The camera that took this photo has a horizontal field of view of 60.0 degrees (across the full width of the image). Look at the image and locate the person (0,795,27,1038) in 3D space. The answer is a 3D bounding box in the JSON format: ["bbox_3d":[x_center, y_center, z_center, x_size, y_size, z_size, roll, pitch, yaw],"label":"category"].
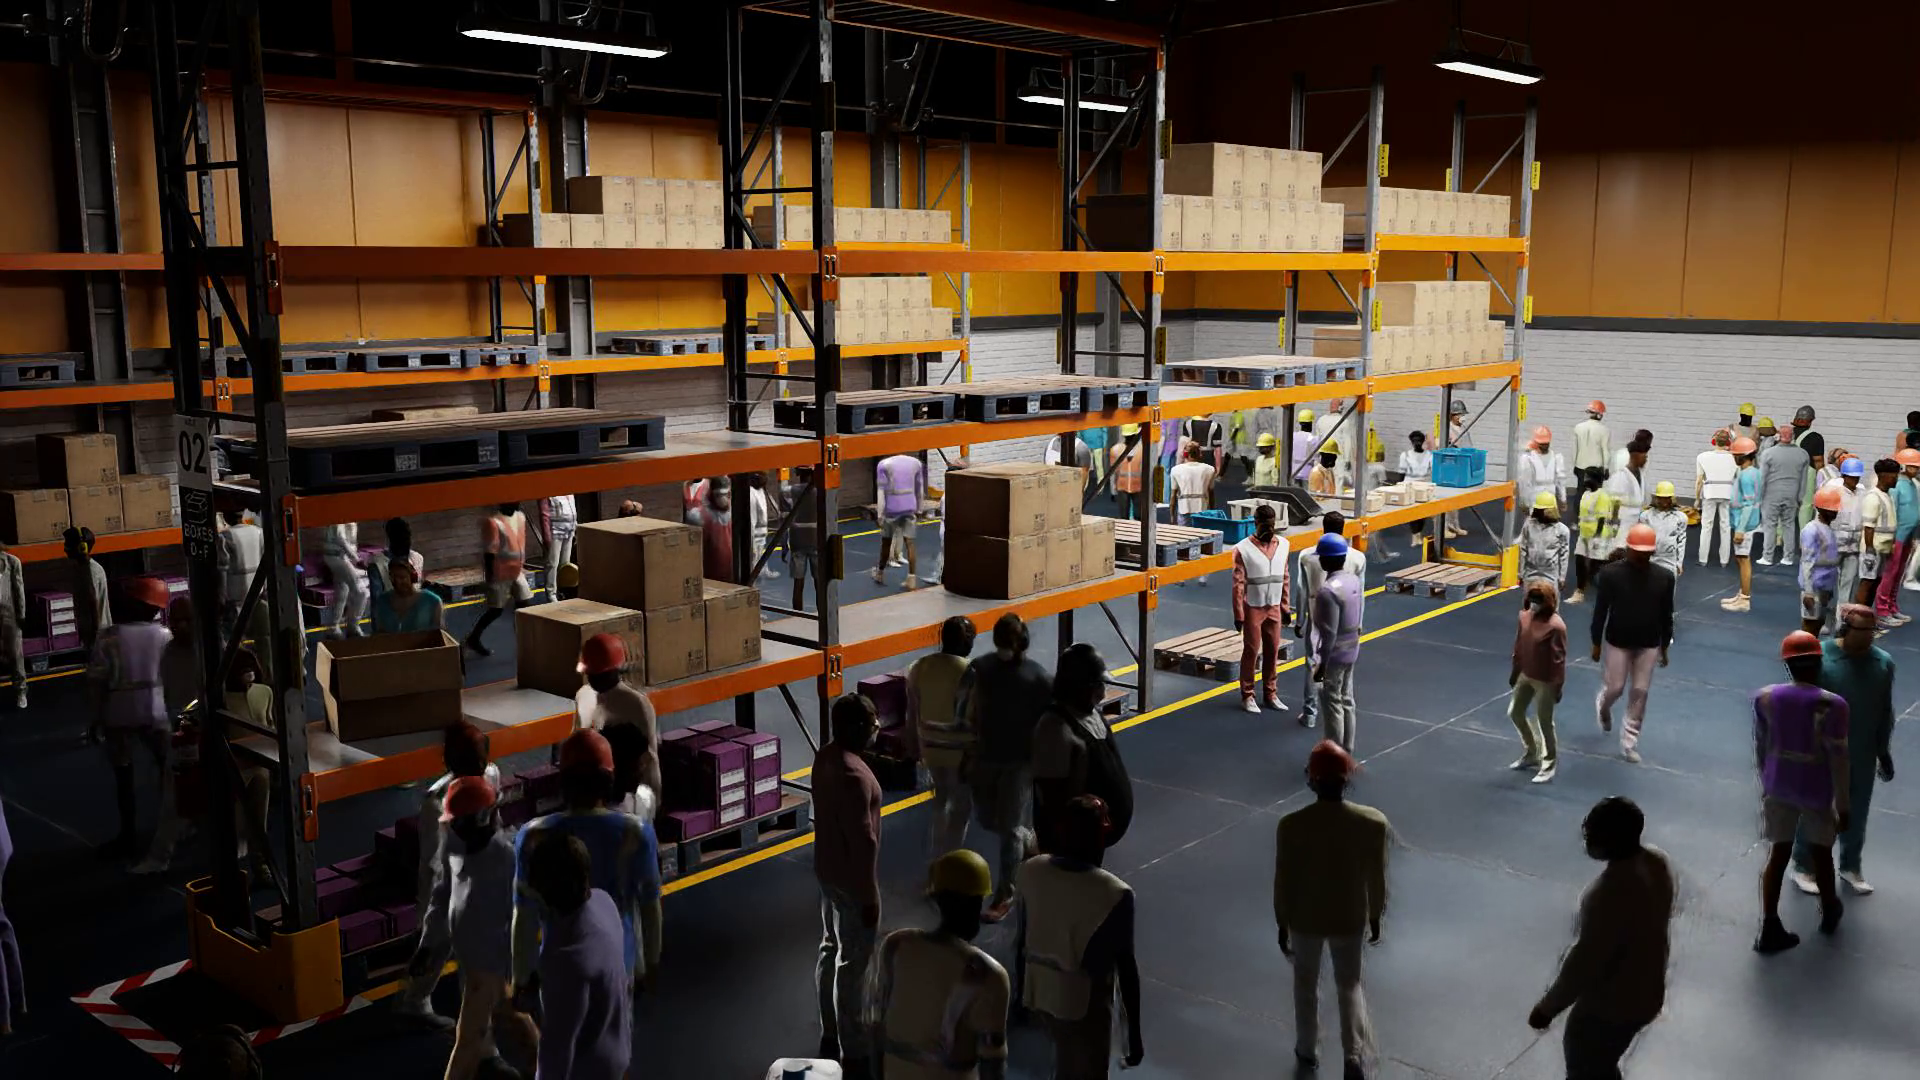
[{"bbox_3d":[-5.183,1.707,8.730,0.360,1.837,0.501,-3,10,-15],"label":"person"}]

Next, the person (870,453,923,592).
[{"bbox_3d":[-0.802,-0.388,20.737,0.647,1.989,0.993,-4,10,-23],"label":"person"}]

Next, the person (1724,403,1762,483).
[{"bbox_3d":[12.018,-1.158,25.578,0.592,1.919,0.404,0,10,2],"label":"person"}]

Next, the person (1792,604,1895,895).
[{"bbox_3d":[5.694,1.344,10.713,0.685,1.895,0.396,0,10,-2],"label":"person"}]

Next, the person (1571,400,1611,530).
[{"bbox_3d":[9.543,-1.119,25.110,0.402,1.990,0.622,-7,12,-37],"label":"person"}]

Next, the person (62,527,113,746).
[{"bbox_3d":[-7.332,0.805,14.036,0.329,1.861,0.504,-7,12,-35],"label":"person"}]

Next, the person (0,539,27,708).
[{"bbox_3d":[-8.737,0.693,15.068,0.488,1.736,0.335,-5,11,-25],"label":"person"}]

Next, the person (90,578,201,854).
[{"bbox_3d":[-5.674,1.222,11.470,0.659,1.889,0.376,-8,12,-38],"label":"person"}]

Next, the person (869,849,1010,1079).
[{"bbox_3d":[-0.081,2.114,6.363,0.602,1.811,1.148,7,12,38],"label":"person"}]

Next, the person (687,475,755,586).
[{"bbox_3d":[-2.340,0.307,16.453,0.702,2.000,0.961,-3,10,-18],"label":"person"}]

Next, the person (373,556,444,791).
[{"bbox_3d":[-4.292,0.988,13.096,0.569,1.813,0.835,1,10,7],"label":"person"}]

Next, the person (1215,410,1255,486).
[{"bbox_3d":[4.983,-1.800,30.188,0.841,1.638,0.527,-2,10,-11],"label":"person"}]

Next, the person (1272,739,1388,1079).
[{"bbox_3d":[1.818,1.843,8.181,0.573,1.736,0.643,0,10,2],"label":"person"}]

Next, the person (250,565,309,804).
[{"bbox_3d":[-5.105,1.005,12.561,0.404,1.945,0.615,0,10,1],"label":"person"}]

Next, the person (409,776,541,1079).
[{"bbox_3d":[-2.284,1.933,7.808,0.964,1.683,0.558,-9,13,-43],"label":"person"}]

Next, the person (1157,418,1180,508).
[{"bbox_3d":[3.405,-1.488,27.505,0.364,1.928,0.586,6,11,33],"label":"person"}]

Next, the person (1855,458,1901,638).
[{"bbox_3d":[9.954,0.078,18.075,0.371,1.960,0.608,9,13,43],"label":"person"}]

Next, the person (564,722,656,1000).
[{"bbox_3d":[-1.750,1.784,7.989,0.694,1.938,0.644,8,12,39],"label":"person"}]

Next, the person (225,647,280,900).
[{"bbox_3d":[-4.570,1.482,10.650,0.283,1.633,0.497,5,11,26],"label":"person"}]

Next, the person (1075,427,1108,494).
[{"bbox_3d":[2.300,-1.673,29.173,0.572,1.740,0.352,2,10,13],"label":"person"}]

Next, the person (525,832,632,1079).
[{"bbox_3d":[-1.562,2.054,6.416,0.831,1.904,0.656,-1,10,-4],"label":"person"}]

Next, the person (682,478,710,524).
[{"bbox_3d":[-3.198,-0.183,20.425,0.536,1.693,0.319,6,11,31],"label":"person"}]

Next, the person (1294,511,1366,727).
[{"bbox_3d":[3.227,0.701,14.518,0.597,1.908,0.394,0,10,0],"label":"person"}]

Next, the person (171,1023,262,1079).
[{"bbox_3d":[-2.077,2.313,4.777,0.636,1.938,0.355,-3,10,-15],"label":"person"}]

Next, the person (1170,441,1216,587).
[{"bbox_3d":[2.907,-0.317,20.801,0.561,1.836,0.389,0,10,0],"label":"person"}]

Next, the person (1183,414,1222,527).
[{"bbox_3d":[3.683,-1.170,25.316,0.612,2.030,0.409,3,10,19],"label":"person"}]

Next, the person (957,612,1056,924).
[{"bbox_3d":[0.329,1.374,10.444,0.635,1.918,0.804,6,11,32],"label":"person"}]

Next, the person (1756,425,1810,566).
[{"bbox_3d":[10.970,-0.592,22.270,0.654,1.901,0.397,0,10,0],"label":"person"}]

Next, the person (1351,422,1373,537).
[{"bbox_3d":[5.964,-0.911,24.636,0.444,1.732,0.560,-5,11,-25],"label":"person"}]

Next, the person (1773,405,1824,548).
[{"bbox_3d":[11.995,-0.912,23.727,0.538,2.000,0.689,-8,12,-38],"label":"person"}]

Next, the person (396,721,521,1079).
[{"bbox_3d":[-2.598,1.769,8.420,0.897,1.830,0.628,2,10,14],"label":"person"}]

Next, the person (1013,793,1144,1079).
[{"bbox_3d":[0.497,1.989,7.056,0.670,1.816,0.453,9,13,43],"label":"person"}]

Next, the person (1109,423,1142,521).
[{"bbox_3d":[2.376,-0.724,23.021,0.631,1.902,0.569,2,10,14],"label":"person"}]

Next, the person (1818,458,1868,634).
[{"bbox_3d":[9.647,0.068,18.152,0.606,1.947,0.406,0,10,-3],"label":"person"}]

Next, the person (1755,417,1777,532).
[{"bbox_3d":[12.099,-0.981,25.050,0.322,1.738,0.483,5,11,30],"label":"person"}]

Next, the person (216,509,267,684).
[{"bbox_3d":[-6.791,0.493,15.687,0.388,1.929,0.548,5,11,29],"label":"person"}]

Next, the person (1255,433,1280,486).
[{"bbox_3d":[4.143,-0.573,22.551,0.342,1.759,0.529,-4,10,-21],"label":"person"}]

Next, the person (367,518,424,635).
[{"bbox_3d":[-4.809,0.762,14.250,0.601,1.928,0.608,4,10,22],"label":"person"}]

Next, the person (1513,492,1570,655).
[{"bbox_3d":[5.944,0.369,16.974,0.487,1.741,0.314,7,12,35],"label":"person"}]

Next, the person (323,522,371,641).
[{"bbox_3d":[-6.489,0.221,17.545,0.651,1.847,0.586,-1,10,-8],"label":"person"}]

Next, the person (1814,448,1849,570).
[{"bbox_3d":[11.483,-0.402,21.919,0.522,1.632,0.314,-2,10,-14],"label":"person"}]

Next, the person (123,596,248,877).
[{"bbox_3d":[-5.098,1.306,11.002,0.645,1.861,0.968,4,10,22],"label":"person"}]

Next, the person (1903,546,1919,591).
[{"bbox_3d":[12.060,-0.228,20.314,0.528,1.811,0.931,-9,13,-41],"label":"person"}]

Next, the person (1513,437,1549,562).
[{"bbox_3d":[7.667,-0.527,22.315,0.415,1.739,0.573,4,10,21],"label":"person"}]
